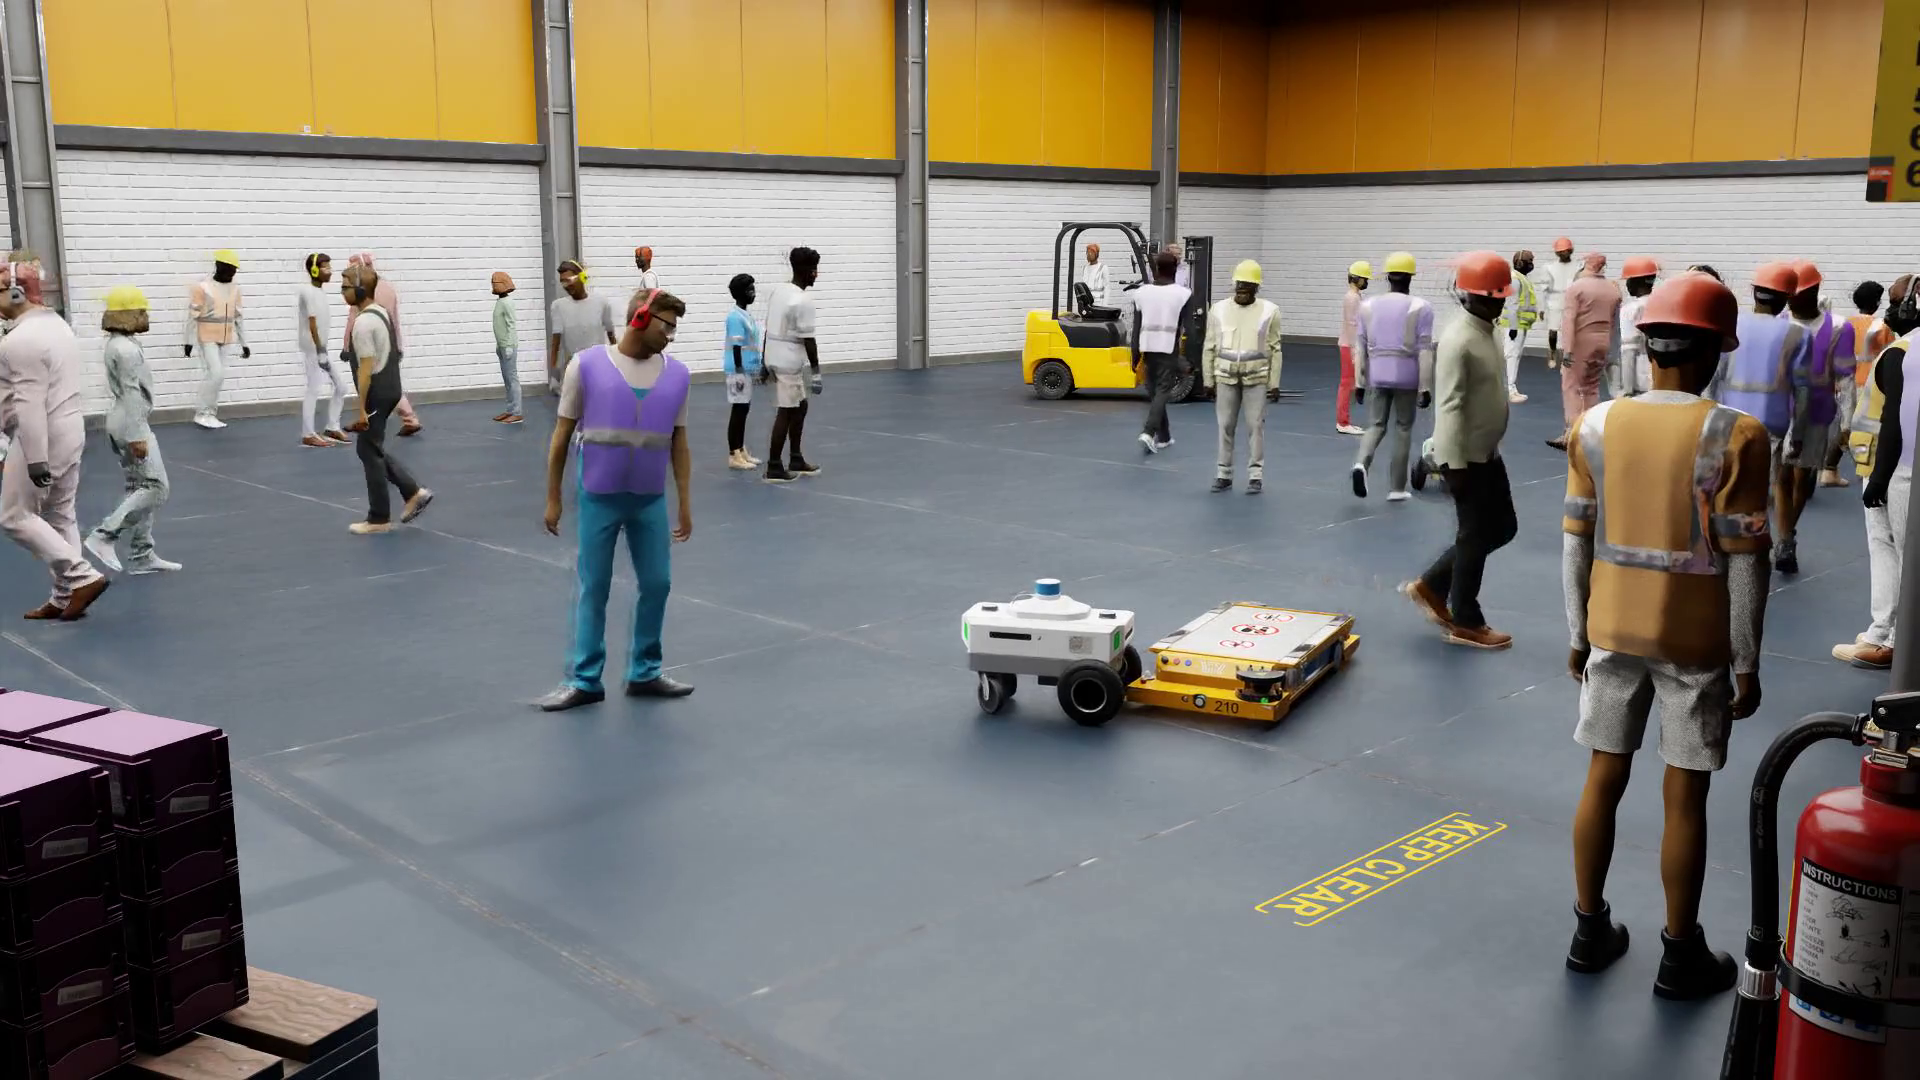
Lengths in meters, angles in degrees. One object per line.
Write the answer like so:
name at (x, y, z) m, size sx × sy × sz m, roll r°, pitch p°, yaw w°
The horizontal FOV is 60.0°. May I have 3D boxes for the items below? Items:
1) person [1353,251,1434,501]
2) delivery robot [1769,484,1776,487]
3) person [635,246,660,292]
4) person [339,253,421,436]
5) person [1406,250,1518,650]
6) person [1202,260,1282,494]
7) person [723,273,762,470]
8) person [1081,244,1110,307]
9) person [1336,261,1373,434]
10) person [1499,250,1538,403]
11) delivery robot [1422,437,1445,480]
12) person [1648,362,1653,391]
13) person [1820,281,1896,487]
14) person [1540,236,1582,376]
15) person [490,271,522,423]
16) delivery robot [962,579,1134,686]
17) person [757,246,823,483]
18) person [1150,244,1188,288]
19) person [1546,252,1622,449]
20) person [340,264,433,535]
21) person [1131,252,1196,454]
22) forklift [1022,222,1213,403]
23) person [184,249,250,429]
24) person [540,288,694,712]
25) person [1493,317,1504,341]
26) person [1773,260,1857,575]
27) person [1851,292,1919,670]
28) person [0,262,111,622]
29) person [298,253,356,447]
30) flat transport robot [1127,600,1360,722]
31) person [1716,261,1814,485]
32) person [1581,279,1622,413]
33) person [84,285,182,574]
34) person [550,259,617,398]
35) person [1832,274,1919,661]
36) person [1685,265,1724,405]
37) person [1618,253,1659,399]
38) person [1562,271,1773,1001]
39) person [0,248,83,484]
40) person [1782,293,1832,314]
person at (3.242, -1.212, 12.535) m, size 0.592 × 1.911 × 0.620 m, roll 8°, pitch 13°, yaw 37°
delivery robot at (6.282, -0.623, 12.742) m, size 0.477 × 0.478 × 0.707 m, roll 6°, pitch 12°, yaw 30°
person at (-3.898, -2.725, 20.835) m, size 0.362 × 1.883 × 0.576 m, roll -2°, pitch 11°, yaw -10°
person at (-5.889, -1.969, 16.837) m, size 0.980 × 1.848 × 0.640 m, roll 2°, pitch 11°, yaw 9°
person at (2.479, -0.424, 8.089) m, size 0.475 × 1.953 × 0.655 m, roll 7°, pitch 12°, yaw 33°
person at (2.208, -1.270, 13.069) m, size 0.625 × 1.824 × 0.403 m, roll 3°, pitch 11°, yaw 17°
person at (-1.889, -1.462, 14.463) m, size 0.316 × 1.698 × 0.573 m, roll 0°, pitch 10°, yaw 1°
person at (2.106, -3.714, 26.220) m, size 0.337 × 1.882 × 0.585 m, roll -9°, pitch 14°, yaw -40°
person at (4.037, -1.965, 17.032) m, size 0.325 × 1.760 × 0.523 m, roll 2°, pitch 11°, yaw 11°
person at (6.810, -2.605, 20.294) m, size 0.430 × 1.844 × 0.624 m, roll 5°, pitch 12°, yaw 27°
delivery robot at (3.951, -0.729, 13.319) m, size 0.477 × 0.478 × 0.707 m, roll 6°, pitch 12°, yaw 29°
person at (4.992, -0.870, 11.492) m, size 0.522 × 1.593 × 0.817 m, roll -3°, pitch 11°, yaw -14°
person at (7.323, -1.255, 13.442) m, size 0.888 × 1.646 × 0.549 m, roll -3°, pitch 11°, yaw -17°
person at (8.733, -3.384, 24.088) m, size 0.624 × 2.013 × 0.691 m, roll 4°, pitch 11°, yaw 20°
person at (-4.924, -2.081, 18.002) m, size 0.281 × 1.634 × 0.498 m, roll -5°, pitch 12°, yaw -27°
delivery robot at (0.374, 0.409, 7.111) m, size 0.707 × 0.478 × 0.477 m, roll 3°, pitch 11°, yaw 16°
person at (-1.331, -1.430, 13.646) m, size 0.684 × 1.929 × 0.652 m, roll -6°, pitch 12°, yaw -29°
person at (3.089, -3.308, 23.963) m, size 0.681 × 1.892 × 0.558 m, roll -2°, pitch 11°, yaw -11°
person at (5.951, -1.803, 15.876) m, size 0.777 × 1.863 × 0.473 m, roll -5°, pitch 11°, yaw -25°
person at (-3.922, -0.934, 11.205) m, size 0.464 × 1.831 × 0.547 m, roll -1°, pitch 10°, yaw -4°
person at (1.881, -1.759, 15.607) m, size 0.602 × 1.881 × 0.957 m, roll 6°, pitch 12°, yaw 29°
forklift at (1.935, -2.847, 20.651) m, size 2.313 × 2.155 × 1.214 m, roll 2°, pitch 11°, yaw 13°
person at (-7.782, -2.103, 17.447) m, size 0.568 × 1.876 × 0.624 m, roll 4°, pitch 11°, yaw 20°
person at (-1.491, -0.164, 7.102) m, size 0.725 × 1.807 × 0.398 m, roll -7°, pitch 12°, yaw -32°
person at (7.799, -3.223, 24.206) m, size 0.513 × 1.645 × 0.307 m, roll 1°, pitch 10°, yaw 5°
person at (5.053, -0.728, 9.979) m, size 0.579 × 1.860 × 0.978 m, roll 4°, pitch 11°, yaw 21°
person at (4.396, -0.308, 7.503) m, size 0.361 × 1.939 × 0.635 m, roll -1°, pitch 10°, yaw -3°
person at (-4.768, -0.489, 8.639) m, size 0.437 × 1.890 × 0.652 m, roll -2°, pitch 11°, yaw -9°
person at (-6.073, -1.799, 15.872) m, size 0.598 × 1.849 × 0.525 m, roll 0°, pitch 10°, yaw 0°
flat transport robot at (1.323, 0.517, 7.555) m, size 0.652 × 0.197 × 1.431 m, roll 5°, pitch 12°, yaw 27°
person at (4.640, -0.678, 9.723) m, size 0.574 × 1.872 × 1.030 m, roll 6°, pitch 12°, yaw 30°
person at (6.451, -1.779, 16.491) m, size 0.502 × 1.608 × 0.770 m, roll -5°, pitch 12°, yaw -25°
person at (-4.922, -0.635, 9.828) m, size 0.438 × 1.729 × 0.502 m, roll -7°, pitch 12°, yaw -32°
person at (-3.027, -1.347, 13.486) m, size 0.533 × 1.818 × 0.703 m, roll 1°, pitch 10°, yaw 4°
person at (4.441, -0.328, 7.874) m, size 0.633 × 1.843 × 0.429 m, roll -9°, pitch 14°, yaw -42°
person at (4.332, -0.700, 9.898) m, size 0.526 × 1.844 × 0.590 m, roll -4°, pitch 11°, yaw -19°
person at (5.213, -1.176, 12.381) m, size 0.567 × 1.902 × 0.852 m, roll -4°, pitch 11°, yaw -23°
person at (1.885, 0.256, 4.454) m, size 0.374 × 1.928 × 0.543 m, roll -9°, pitch 14°, yaw -41°
person at (-7.454, -1.352, 13.237) m, size 0.614 × 1.925 × 0.645 m, roll -6°, pitch 12°, yaw -30°
person at (9.407, -2.183, 18.543) m, size 0.515 × 1.640 × 0.315 m, roll 5°, pitch 11°, yaw 24°
